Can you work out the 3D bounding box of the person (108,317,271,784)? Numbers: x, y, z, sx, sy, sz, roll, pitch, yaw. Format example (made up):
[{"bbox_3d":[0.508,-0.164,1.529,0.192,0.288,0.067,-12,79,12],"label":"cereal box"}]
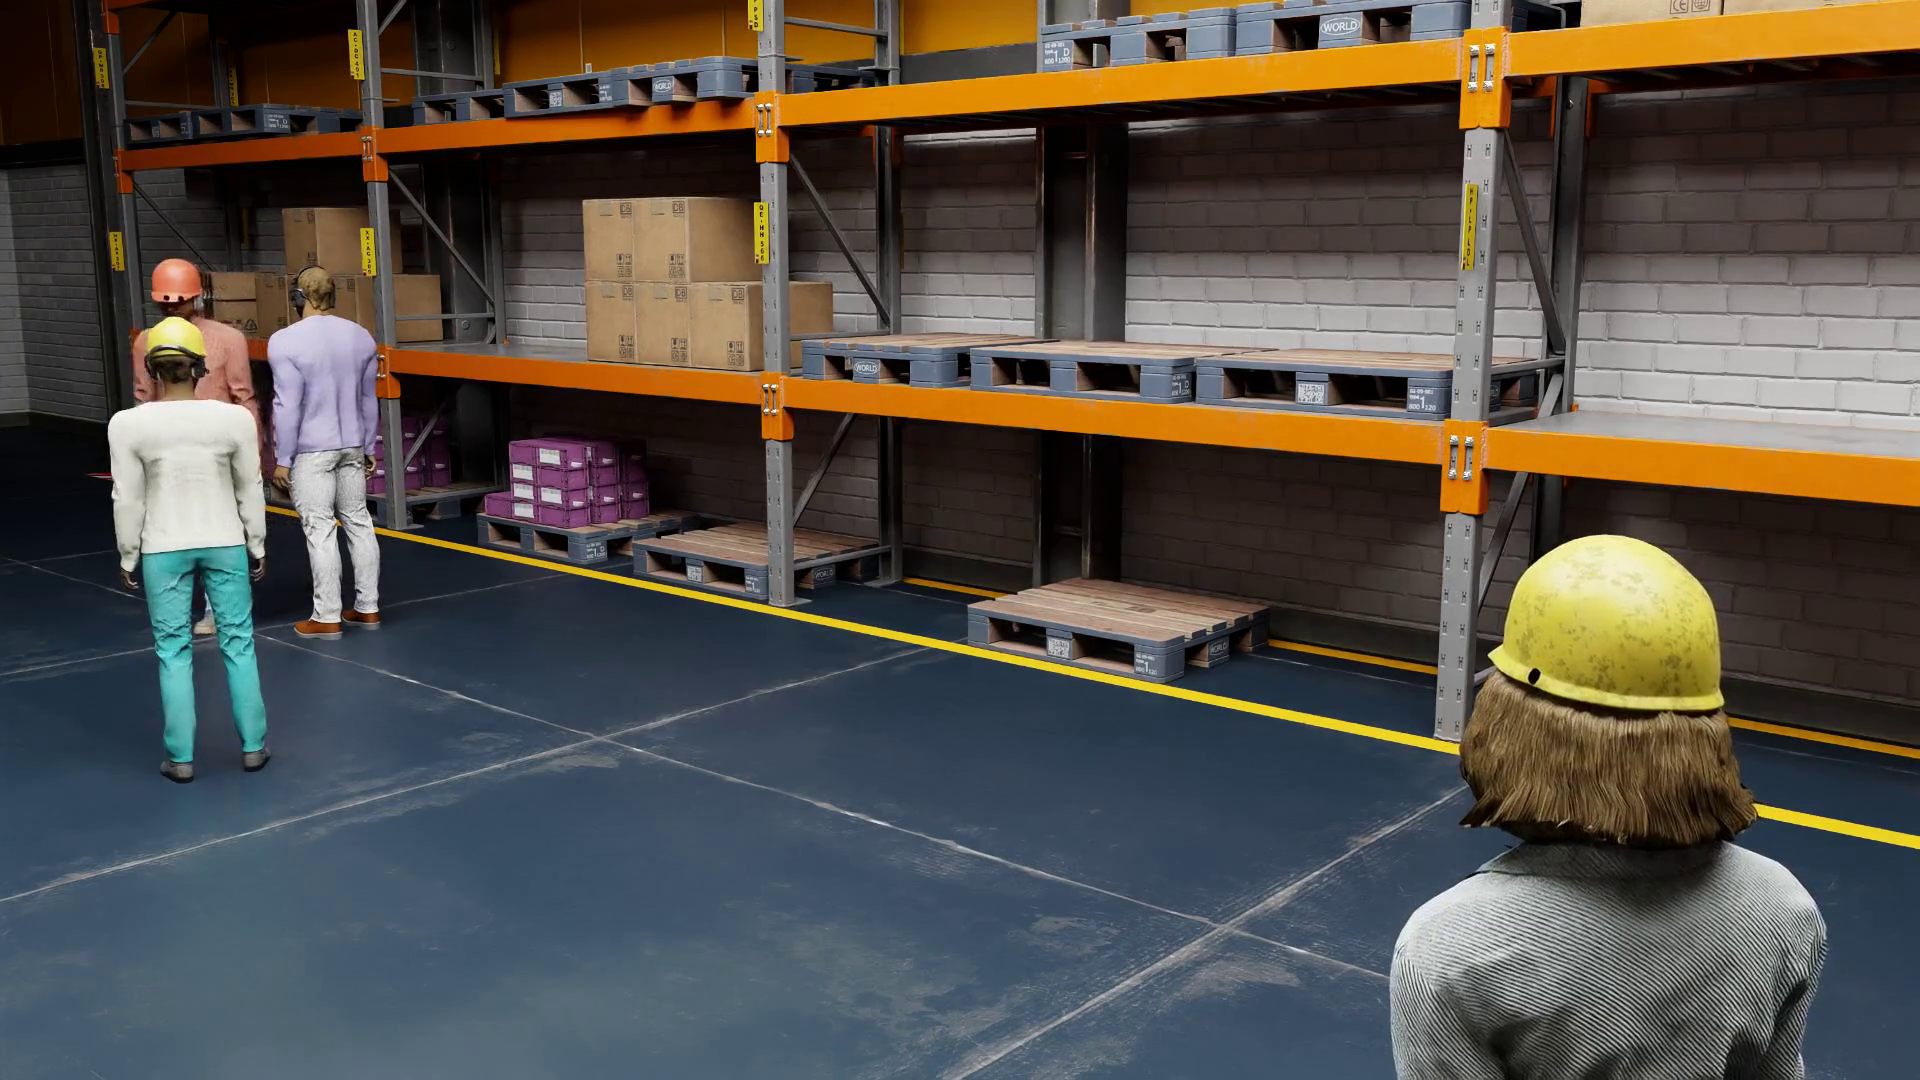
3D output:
[{"bbox_3d":[-2.928,0.039,6.348,0.531,1.765,0.327,-6,12,-30],"label":"person"}]

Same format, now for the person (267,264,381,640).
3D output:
[{"bbox_3d":[-3.288,-0.451,8.642,0.352,1.937,0.635,6,11,30],"label":"person"}]

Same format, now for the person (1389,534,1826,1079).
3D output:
[{"bbox_3d":[0.628,0.857,1.746,0.494,1.743,0.303,-3,11,-19],"label":"person"}]

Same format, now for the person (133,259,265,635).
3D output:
[{"bbox_3d":[-3.963,-0.463,8.621,0.668,1.963,0.484,1,10,6],"label":"person"}]
